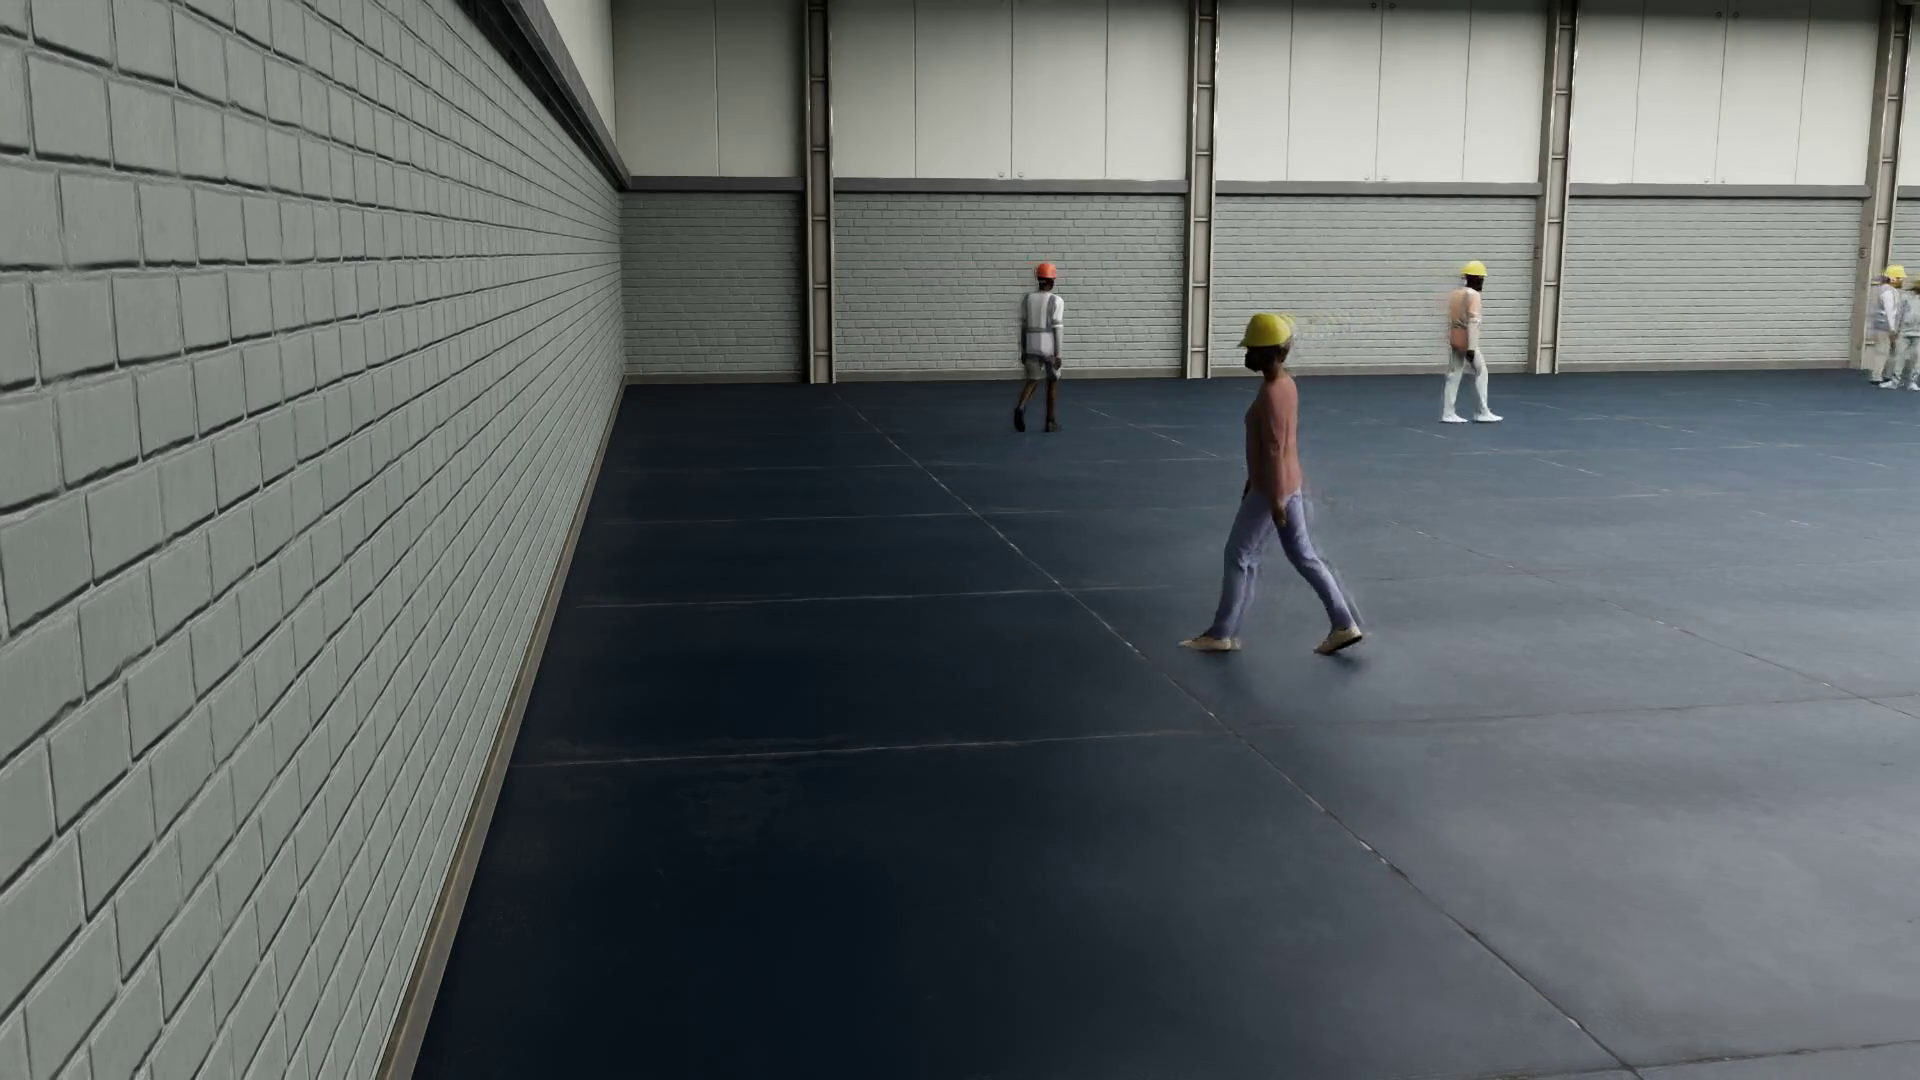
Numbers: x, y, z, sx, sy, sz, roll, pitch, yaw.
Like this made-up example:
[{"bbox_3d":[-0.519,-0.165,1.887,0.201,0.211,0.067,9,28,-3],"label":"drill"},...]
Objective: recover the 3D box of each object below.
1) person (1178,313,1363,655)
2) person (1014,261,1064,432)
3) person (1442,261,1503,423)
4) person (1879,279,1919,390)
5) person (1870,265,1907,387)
[{"bbox_3d":[1.598,-0.261,8.288,0.899,1.731,0.524,4,11,23],"label":"person"},{"bbox_3d":[0.879,-2.117,18.405,0.552,1.913,0.776,6,12,31],"label":"person"},{"bbox_3d":[6.059,-2.306,19.509,0.807,1.896,0.621,-1,10,-7],"label":"person"},{"bbox_3d":[13.870,-3.032,24.275,0.644,1.698,0.427,7,12,36],"label":"person"},{"bbox_3d":[13.883,-3.160,24.694,0.581,1.814,0.603,7,12,36],"label":"person"}]
